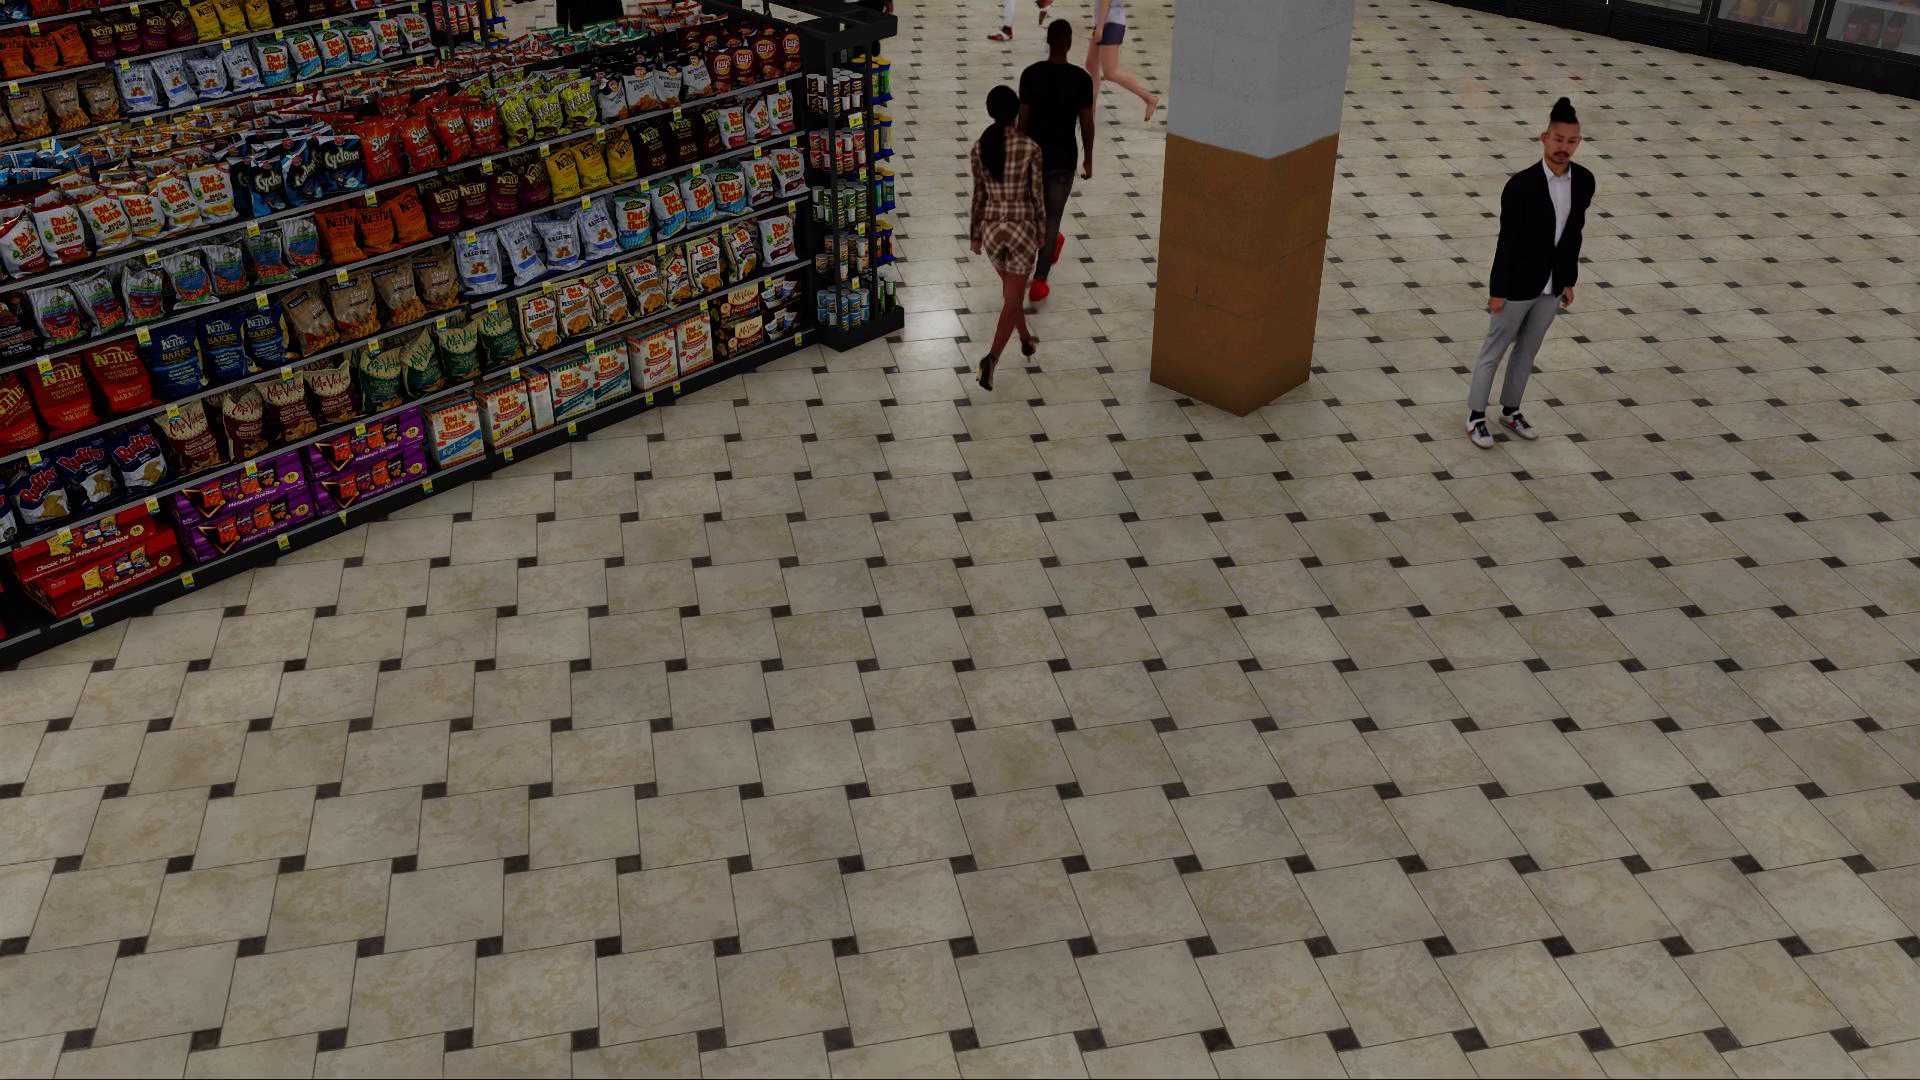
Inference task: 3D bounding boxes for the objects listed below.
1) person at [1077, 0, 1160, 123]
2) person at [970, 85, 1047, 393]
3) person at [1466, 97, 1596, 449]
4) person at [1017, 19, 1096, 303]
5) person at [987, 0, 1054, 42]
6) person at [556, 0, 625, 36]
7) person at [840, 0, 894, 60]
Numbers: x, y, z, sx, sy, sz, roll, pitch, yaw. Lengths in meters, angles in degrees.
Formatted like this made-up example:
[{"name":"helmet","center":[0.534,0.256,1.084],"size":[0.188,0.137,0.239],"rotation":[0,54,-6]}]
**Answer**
[{"name":"person","center":[1.329,-4.297,13.932],"size":[1.015,1.684,1.033],"rotation":[6,32,9]},{"name":"person","center":[0.267,-1.693,9.690],"size":[0.888,1.744,1.161],"rotation":[14,35,22]},{"name":"person","center":[3.125,-1.459,9.114],"size":[0.717,1.955,0.851],"rotation":[-9,33,-14]},{"name":"person","center":[0.570,-2.425,10.857],"size":[1.043,1.755,1.281],"rotation":[8,33,13]},{"name":"person","center":[0.613,-5.775,16.287],"size":[1.053,1.707,0.845],"rotation":[-12,34,-18]},{"name":"person","center":[-3.028,-4.177,13.763],"size":[1.000,1.659,1.073],"rotation":[1,32,2]},{"name":"person","center":[-0.829,-4.748,14.544],"size":[0.981,1.803,1.007],"rotation":[-5,32,-8]}]
